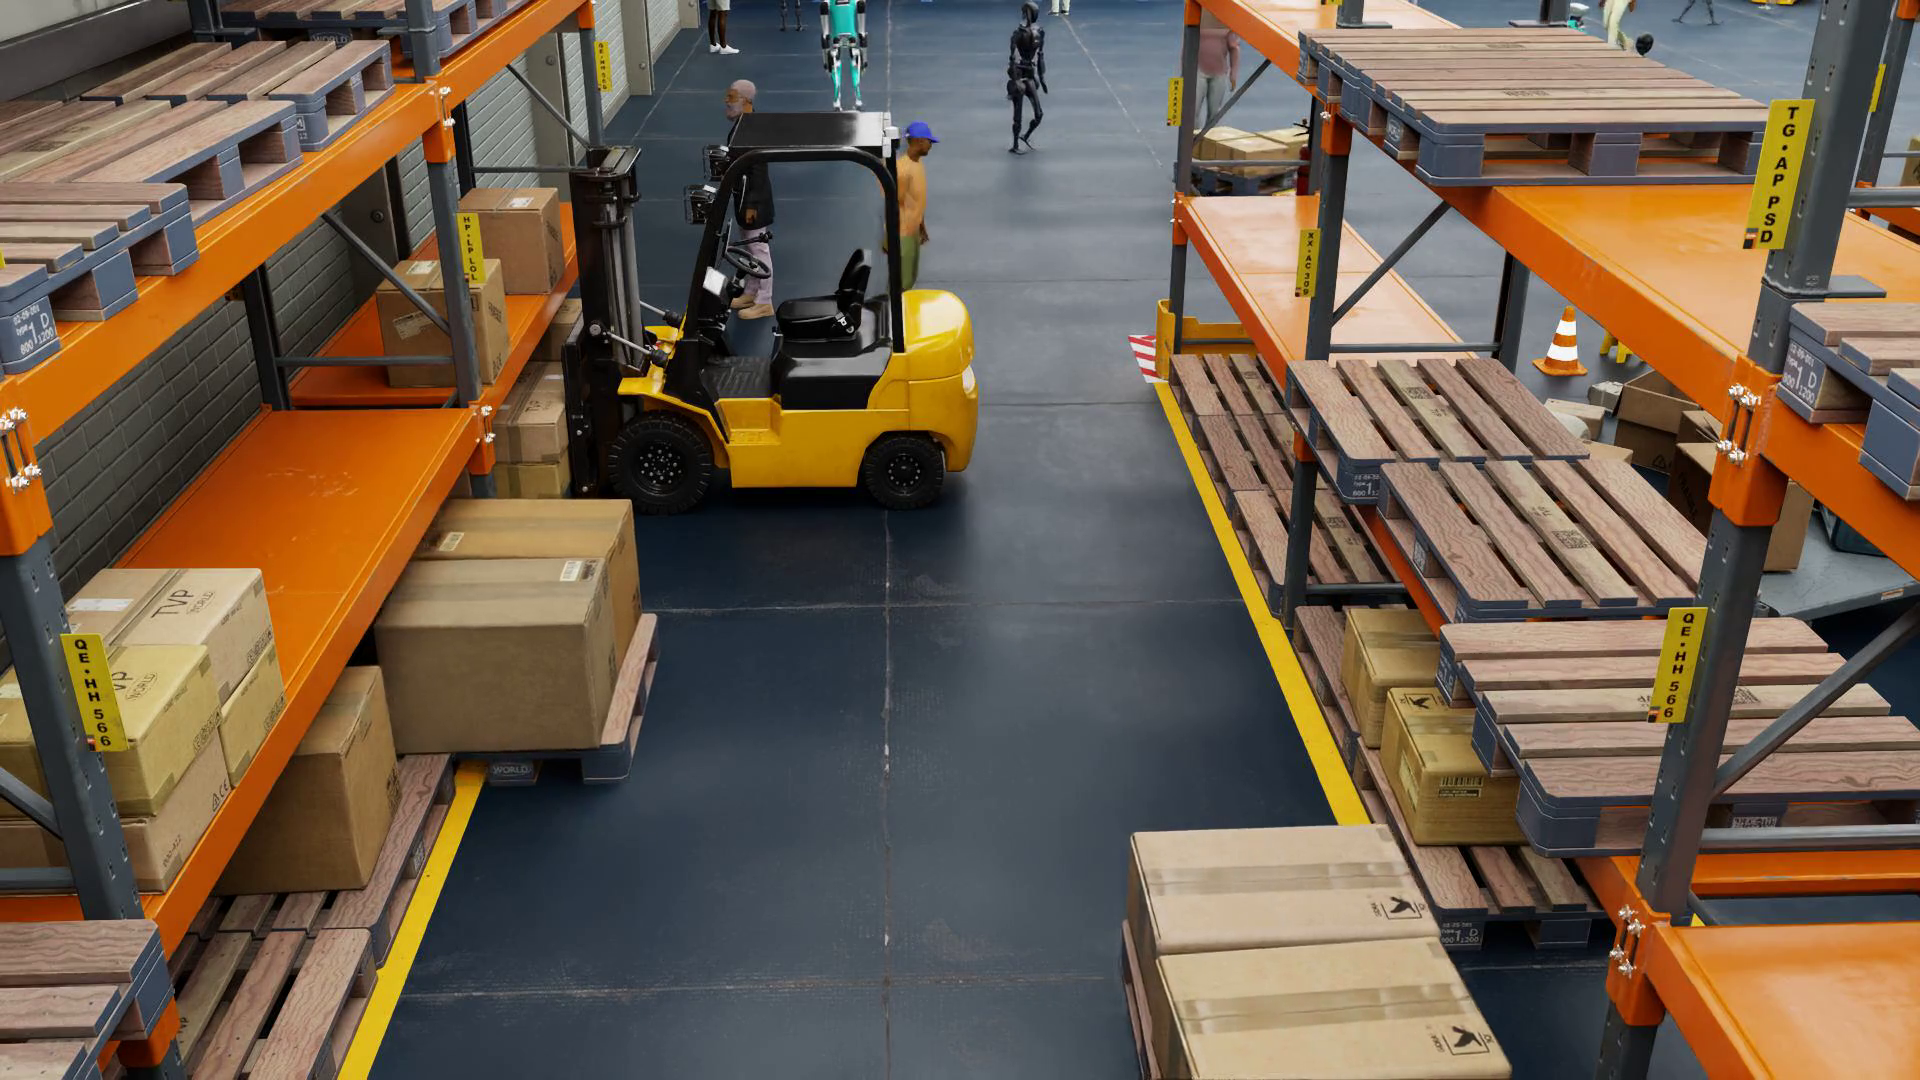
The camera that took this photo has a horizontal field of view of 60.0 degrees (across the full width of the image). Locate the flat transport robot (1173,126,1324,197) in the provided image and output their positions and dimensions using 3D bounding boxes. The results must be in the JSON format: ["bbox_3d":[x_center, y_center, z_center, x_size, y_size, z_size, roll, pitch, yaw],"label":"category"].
[{"bbox_3d":[2.925,-3.501,16.718,0.659,0.231,1.431,-20,32,-36],"label":"flat transport robot"}]

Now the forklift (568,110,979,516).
[{"bbox_3d":[-1.043,-1.379,9.976,2.313,2.155,1.214,-1,25,-2],"label":"forklift"}]

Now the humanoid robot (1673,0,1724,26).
[{"bbox_3d":[12.393,-9.382,27.596,0.823,1.625,0.596,14,29,28],"label":"humanoid robot"}]

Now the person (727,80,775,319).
[{"bbox_3d":[-1.659,-2.691,13.143,0.405,1.857,0.531,-9,27,-18],"label":"person"}]

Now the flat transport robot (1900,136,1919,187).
[{"bbox_3d":[8.134,-2.030,13.603,1.431,0.231,0.659,13,28,25],"label":"flat transport robot"}]

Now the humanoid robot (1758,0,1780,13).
[{"bbox_3d":[14.144,-9.980,28.765,0.535,1.801,0.774,-9,27,-18],"label":"humanoid robot"}]

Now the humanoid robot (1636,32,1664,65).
[{"bbox_3d":[6.660,-4.220,16.589,0.589,1.655,0.357,5,26,11],"label":"humanoid robot"}]

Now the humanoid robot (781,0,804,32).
[{"bbox_3d":[-2.786,-9.120,26.951,0.599,1.657,0.315,-1,25,-2],"label":"humanoid robot"}]

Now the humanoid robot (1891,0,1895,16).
[{"bbox_3d":[16.174,-9.807,28.421,0.613,1.652,0.368,16,30,31],"label":"humanoid robot"}]

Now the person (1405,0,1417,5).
[{"bbox_3d":[6.856,-8.466,25.400,0.561,1.837,0.387,-23,34,-40],"label":"person"}]

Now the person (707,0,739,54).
[{"bbox_3d":[-3.633,-8.271,24.909,0.358,1.898,0.555,-20,32,-36],"label":"person"}]

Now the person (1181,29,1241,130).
[{"bbox_3d":[2.695,-5.000,17.978,0.631,1.904,0.721,3,25,7],"label":"person"}]

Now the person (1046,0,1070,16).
[{"bbox_3d":[1.700,-9.944,28.632,0.560,1.742,0.334,-17,30,-32],"label":"person"}]

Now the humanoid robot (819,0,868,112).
[{"bbox_3d":[-1.316,-5.448,19.030,0.542,1.731,0.686,-2,25,-4],"label":"humanoid robot"}]

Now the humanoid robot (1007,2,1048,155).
[{"bbox_3d":[0.714,-5.152,18.565,0.367,1.646,0.586,22,33,38],"label":"humanoid robot"}]

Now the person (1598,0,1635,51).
[{"bbox_3d":[9.532,-7.813,23.989,0.779,1.867,0.536,-13,28,-25],"label":"person"}]

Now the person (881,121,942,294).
[{"bbox_3d":[-0.386,-2.278,12.473,0.457,1.677,0.529,6,26,13],"label":"person"}]

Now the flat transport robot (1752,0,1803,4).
[{"bbox_3d":[15.053,-9.999,30.478,0.659,0.231,1.431,18,31,33],"label":"flat transport robot"}]

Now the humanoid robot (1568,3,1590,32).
[{"bbox_3d":[6.589,-4.731,17.621,0.653,1.817,0.530,17,30,32],"label":"humanoid robot"}]
